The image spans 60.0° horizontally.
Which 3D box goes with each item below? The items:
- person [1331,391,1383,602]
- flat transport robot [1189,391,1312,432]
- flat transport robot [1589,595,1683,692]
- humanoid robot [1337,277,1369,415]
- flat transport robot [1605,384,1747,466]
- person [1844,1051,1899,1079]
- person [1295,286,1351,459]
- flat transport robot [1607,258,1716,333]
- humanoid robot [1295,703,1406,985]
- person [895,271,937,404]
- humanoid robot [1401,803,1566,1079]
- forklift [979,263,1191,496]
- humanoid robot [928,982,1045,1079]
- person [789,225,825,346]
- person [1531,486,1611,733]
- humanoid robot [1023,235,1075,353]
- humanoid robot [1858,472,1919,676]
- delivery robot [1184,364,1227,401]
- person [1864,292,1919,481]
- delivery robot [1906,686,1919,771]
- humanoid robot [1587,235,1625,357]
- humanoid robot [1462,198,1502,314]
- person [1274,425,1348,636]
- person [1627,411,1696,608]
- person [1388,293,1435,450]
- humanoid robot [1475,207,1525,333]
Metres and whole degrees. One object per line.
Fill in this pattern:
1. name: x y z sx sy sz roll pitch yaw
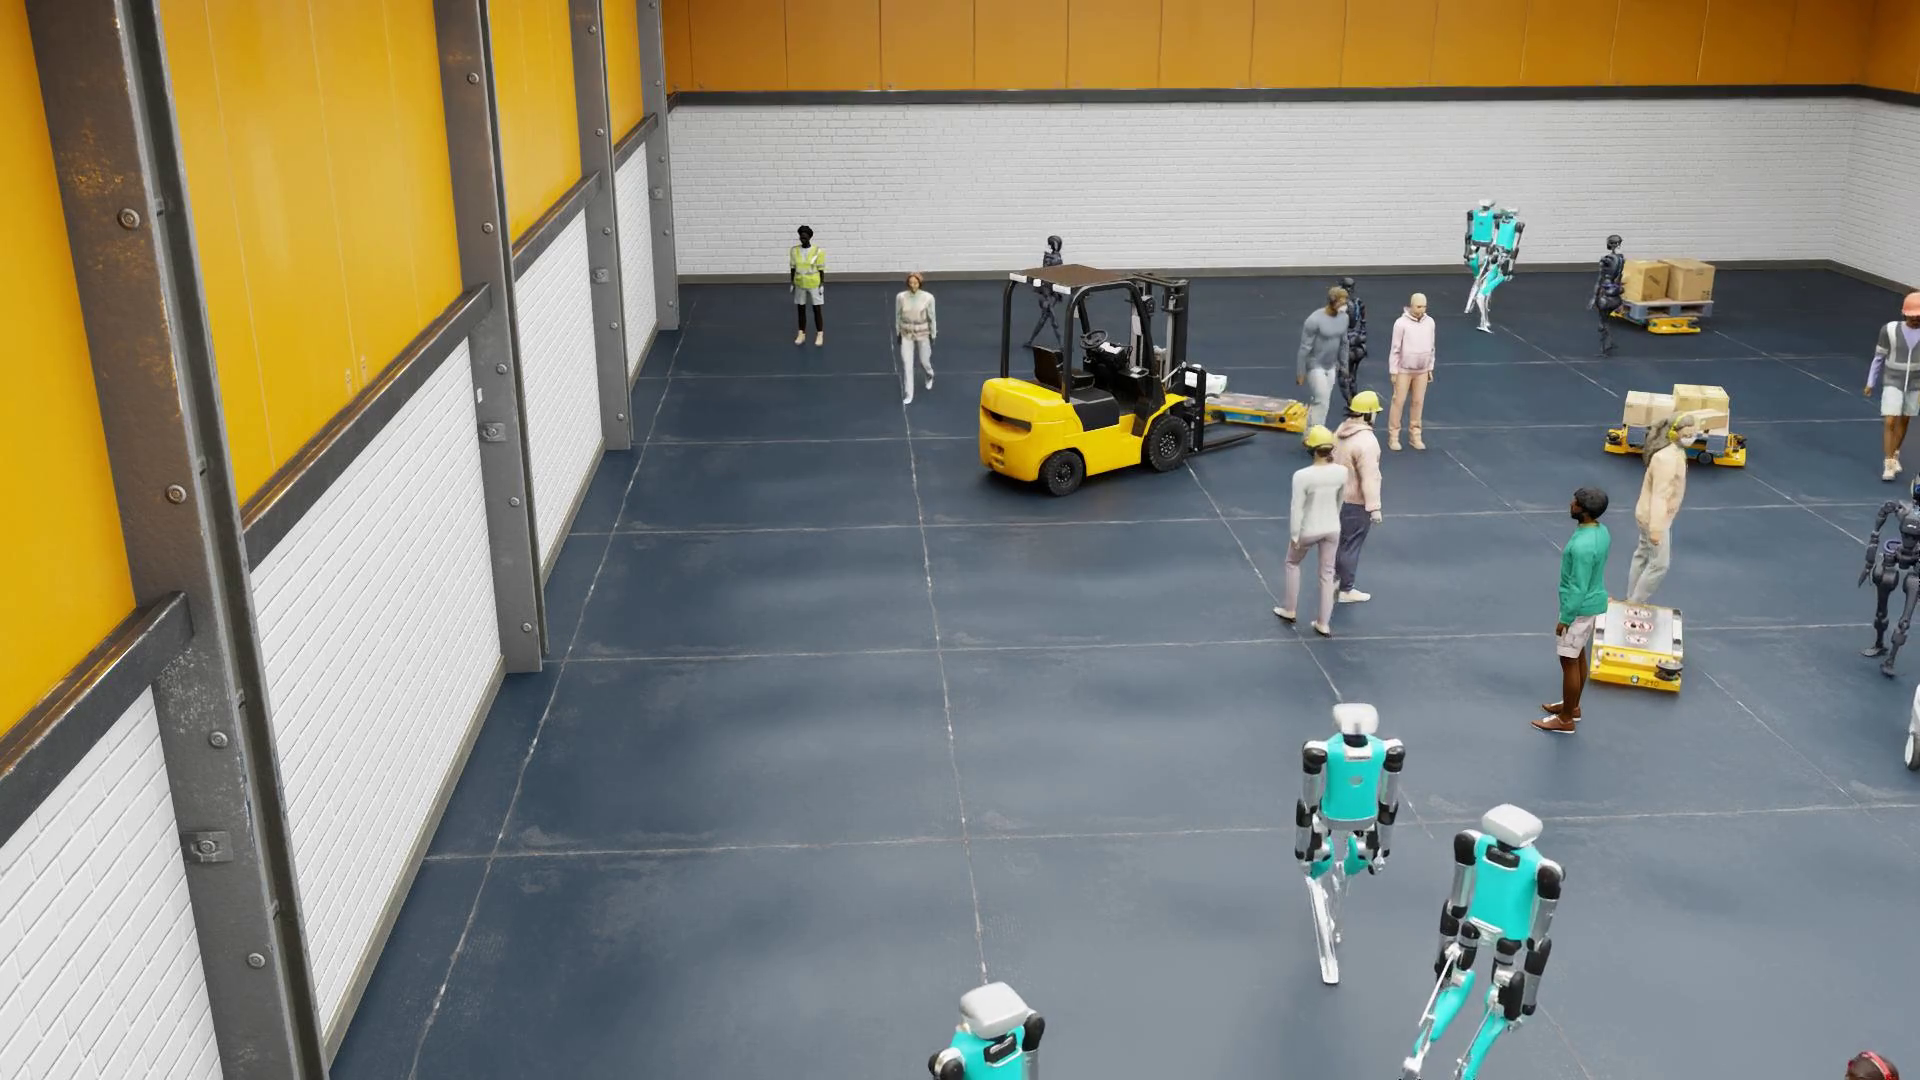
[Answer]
1. person: 3.378 -0.375 14.350 0.432 1.859 0.793 -4 21 -11
2. flat transport robot: 3.483 -1.530 19.796 1.431 0.231 0.659 10 22 24
3. flat transport robot: 5.450 0.820 13.394 0.659 0.231 1.431 8 22 20
4. humanoid robot: 4.690 -2.328 19.957 0.615 1.639 0.445 -14 24 -34
5. flat transport robot: 7.983 -1.073 18.550 1.431 0.231 0.659 9 22 23
6. person: 3.365 2.659 6.382 0.405 1.634 0.478 -3 20 -9
7. person: 4.061 -1.844 18.280 0.650 1.912 0.704 -16 25 -37
8. flat transport robot: 10.265 -3.292 24.596 0.659 0.231 1.431 -3 20 -9
9. humanoid robot: 2.056 1.615 9.179 0.539 1.829 0.899 0 20 0
10. person: -0.533 -2.532 20.569 0.526 1.627 0.654 5 21 13
11. humanoid robot: 2.290 2.162 7.686 1.007 1.774 0.530 -19 27 -41
12. forklift: 1.315 -1.764 17.646 2.313 2.155 1.214 -14 24 -33
13. humanoid robot: 0.303 2.626 6.410 0.531 1.779 1.020 -17 26 -38
14. person: -2.135 -3.562 23.268 0.534 1.691 0.317 6 21 15
15. person: 4.452 0.498 11.973 0.397 1.854 0.494 12 24 31
16. humanoid robot: 1.249 -3.397 22.928 0.797 1.618 0.608 8 22 20
17. humanoid robot: 7.359 0.236 12.962 0.598 1.627 0.687 13 24 31
18. delivery robot: 2.875 -1.836 20.192 0.738 0.580 0.514 6 21 16
19. person: 9.984 -1.606 17.492 0.763 1.988 0.940 8 22 21
20. delivery robot: 6.914 1.315 11.646 0.499 0.606 0.805 7 21 19
21. humanoid robot: 8.817 -3.325 22.647 0.602 1.654 0.327 -14 24 -33
22. humanoid robot: 7.965 -4.299 25.237 0.532 1.803 0.799 14 25 34
23. person: 2.912 -0.107 13.775 0.533 1.744 0.702 -5 21 -13
24. person: 5.823 -0.190 13.846 0.389 1.862 0.636 9 22 23
25. person: 5.031 -1.889 18.591 0.536 1.776 0.412 -4 21 -11
26. humanoid robot: 7.695 -3.914 24.170 0.871 1.778 0.590 -9 22 -23
